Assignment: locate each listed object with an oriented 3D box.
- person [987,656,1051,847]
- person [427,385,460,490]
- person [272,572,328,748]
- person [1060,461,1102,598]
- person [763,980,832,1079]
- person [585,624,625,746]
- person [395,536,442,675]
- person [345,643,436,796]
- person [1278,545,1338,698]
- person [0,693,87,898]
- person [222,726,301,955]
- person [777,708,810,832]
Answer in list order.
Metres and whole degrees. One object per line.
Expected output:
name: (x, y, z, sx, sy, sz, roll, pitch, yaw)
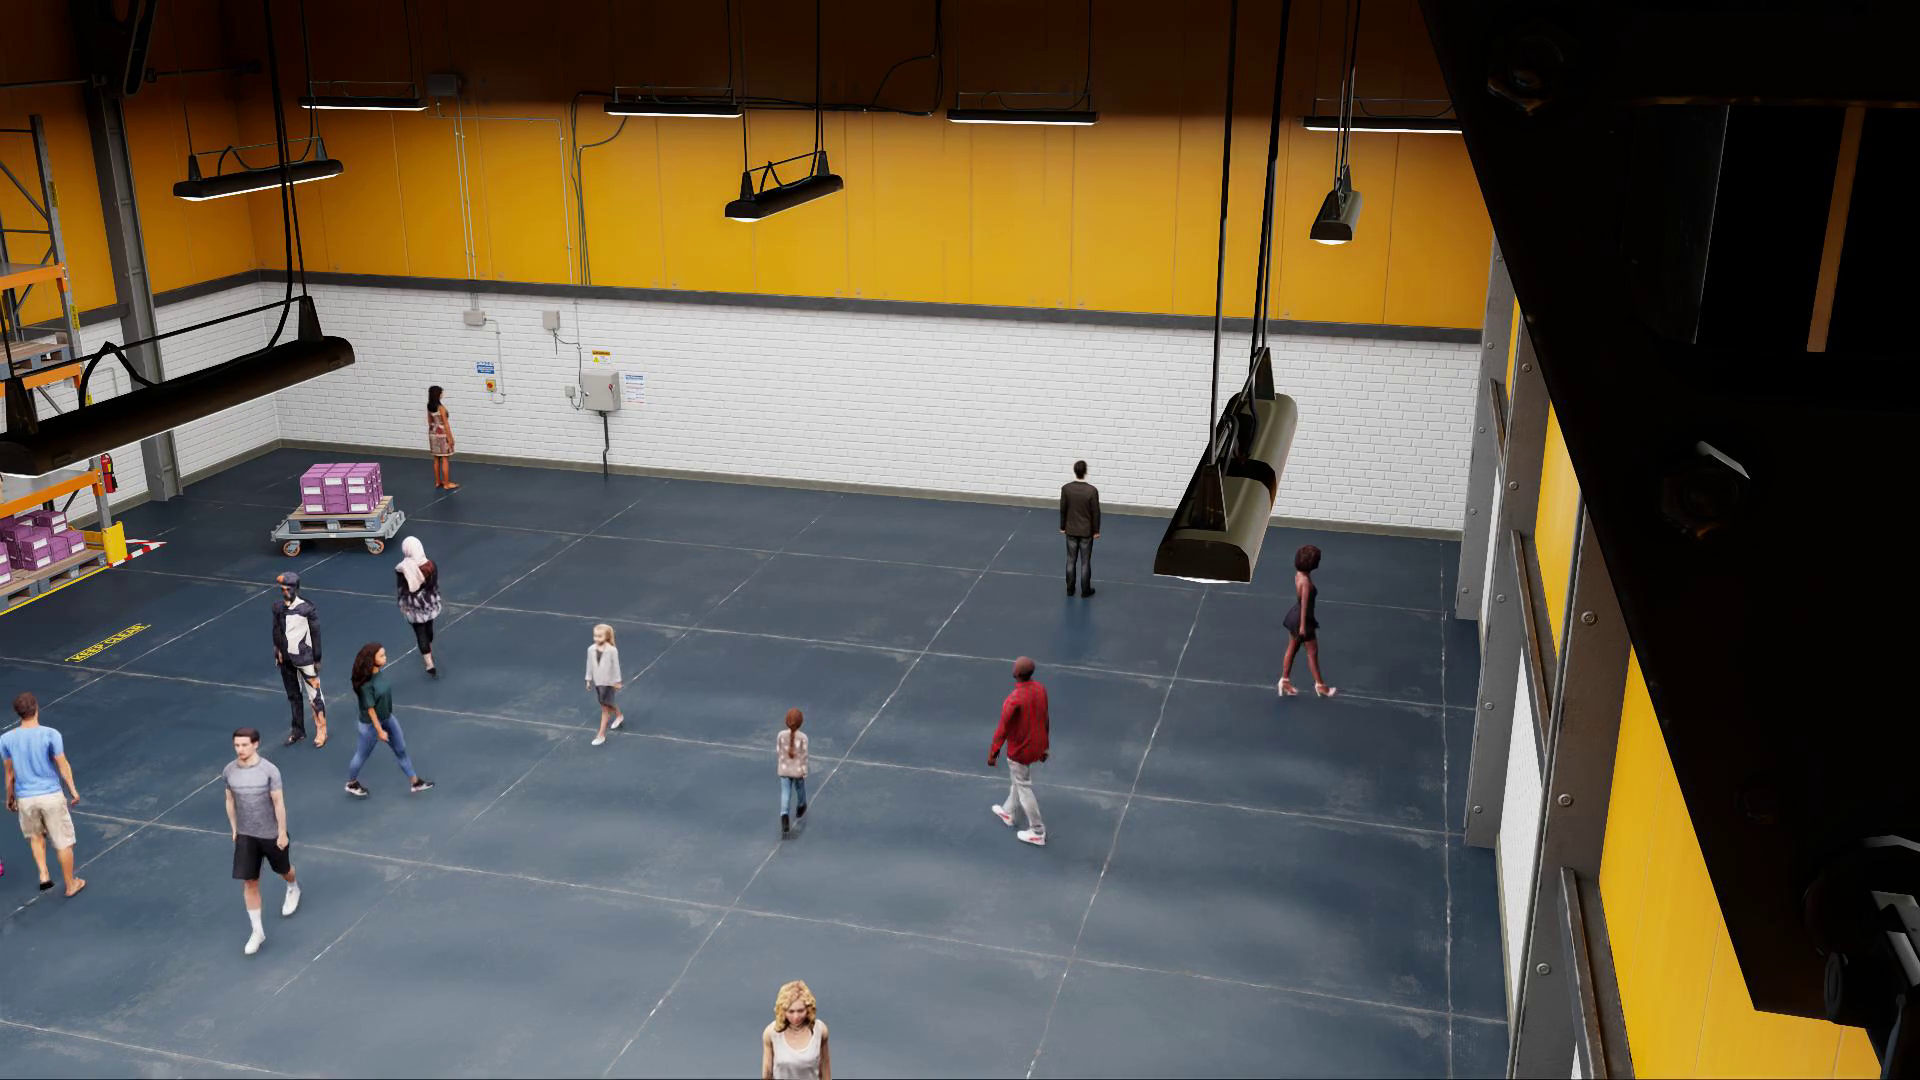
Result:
person: (0.655, 1.953, 15.254, 1.017, 1.792, 1.063, 16, 24, 39)
person: (-8.179, -1.629, 26.121, 0.722, 1.645, 0.676, 13, 23, 34)
person: (-6.863, 1.221, 17.270, 0.689, 1.892, 0.599, 3, 19, 10)
person: (1.546, -0.153, 21.491, 0.706, 1.804, 0.545, 7, 20, 19)
person: (-1.041, 3.551, 10.699, 0.685, 1.672, 0.683, -4, 19, -12)
person: (-3.712, 1.474, 17.538, 0.582, 1.243, 0.912, 7, 20, 20)
person: (-6.170, 0.787, 19.047, 1.094, 1.582, 1.166, -10, 21, -27)
person: (-5.737, 1.785, 16.104, 0.754, 1.569, 1.071, 2, 19, 7)
person: (3.695, 0.921, 18.354, 0.812, 1.770, 0.881, -1, 19, -2)
person: (-7.944, 2.244, 14.312, 0.864, 1.843, 0.884, -3, 19, -8)
person: (-5.779, 2.391, 13.873, 0.871, 1.844, 1.227, 0, 19, 0)
person: (-1.592, 2.165, 15.593, 0.570, 1.174, 0.881, 1, 19, 3)
